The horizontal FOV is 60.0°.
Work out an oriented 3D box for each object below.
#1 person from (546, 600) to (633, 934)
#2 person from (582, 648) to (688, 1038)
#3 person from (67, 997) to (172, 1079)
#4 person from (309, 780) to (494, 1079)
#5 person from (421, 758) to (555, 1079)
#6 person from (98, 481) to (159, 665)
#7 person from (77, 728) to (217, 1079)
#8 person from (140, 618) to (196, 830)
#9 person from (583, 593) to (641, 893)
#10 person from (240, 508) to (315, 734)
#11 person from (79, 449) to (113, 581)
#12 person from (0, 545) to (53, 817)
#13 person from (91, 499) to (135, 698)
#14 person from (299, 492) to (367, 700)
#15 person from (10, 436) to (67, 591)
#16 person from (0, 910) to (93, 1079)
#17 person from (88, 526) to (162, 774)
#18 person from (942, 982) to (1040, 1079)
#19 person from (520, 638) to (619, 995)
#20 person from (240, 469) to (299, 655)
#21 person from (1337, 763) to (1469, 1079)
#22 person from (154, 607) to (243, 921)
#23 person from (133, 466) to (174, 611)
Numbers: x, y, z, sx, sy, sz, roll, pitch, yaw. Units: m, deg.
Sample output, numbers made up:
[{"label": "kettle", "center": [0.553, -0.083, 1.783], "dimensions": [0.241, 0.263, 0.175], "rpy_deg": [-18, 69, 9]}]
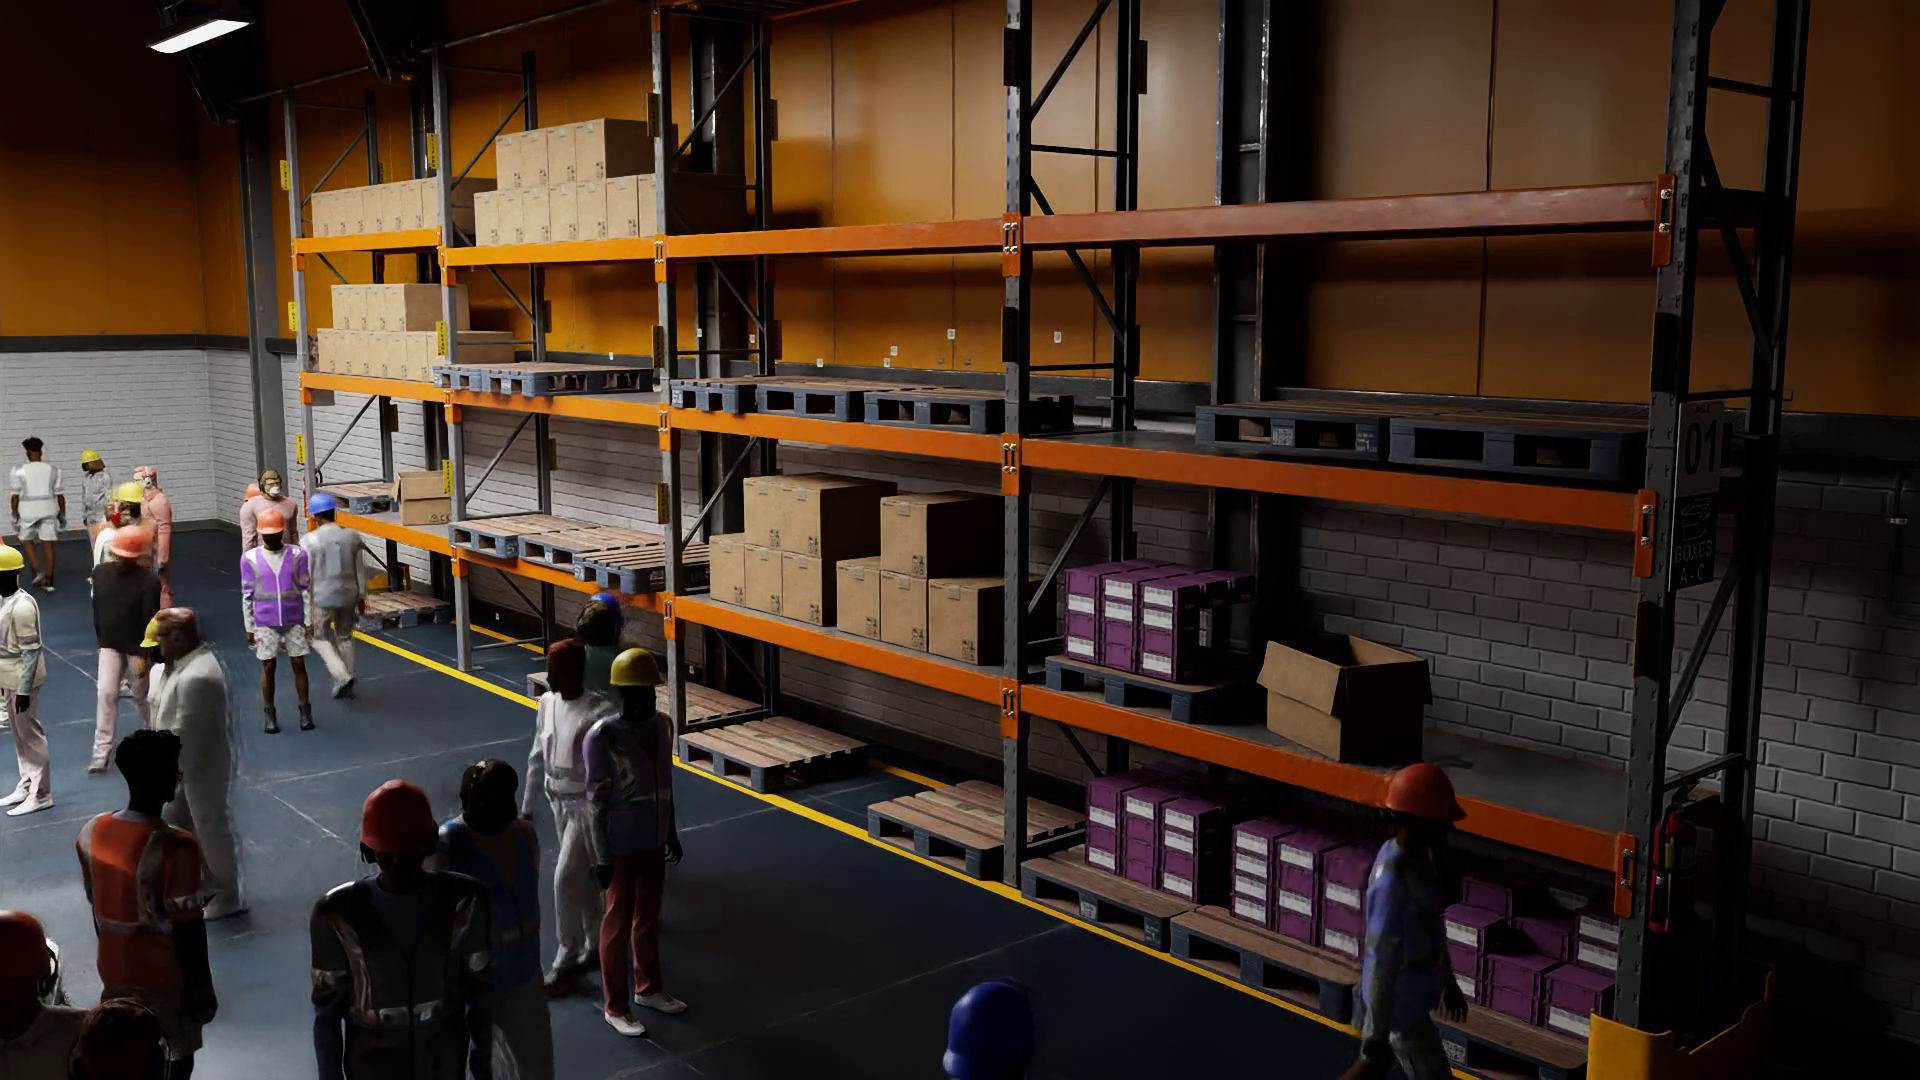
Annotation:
[{"label": "person", "center": [-2.080, 1.310, 9.681], "dimensions": [0.631, 1.926, 0.400], "rpy_deg": [-5, 9, -29]}, {"label": "person", "center": [-1.619, 1.492, 8.356], "dimensions": [0.362, 1.930, 0.587], "rpy_deg": [5, 9, 30]}, {"label": "person", "center": [-2.132, 2.105, 4.308], "dimensions": [0.577, 1.877, 0.343], "rpy_deg": [-4, 9, -26]}, {"label": "person", "center": [-1.889, 1.816, 5.715], "dimensions": [0.606, 2.044, 0.373], "rpy_deg": [-4, 9, -25]}, {"label": "person", "center": [-1.993, 1.776, 6.890], "dimensions": [0.958, 1.808, 0.617], "rpy_deg": [6, 10, 35]}, {"label": "person", "center": [-8.183, 0.351, 16.399], "dimensions": [0.913, 1.894, 0.581], "rpy_deg": [8, 11, 42]}, {"label": "person", "center": [-3.242, 1.720, 6.693], "dimensions": [0.606, 1.960, 0.366], "rpy_deg": [4, 9, 25]}, {"label": "person", "center": [-4.783, 1.321, 10.151], "dimensions": [0.518, 1.757, 0.340], "rpy_deg": [7, 11, 39]}, {"label": "person", "center": [-2.148, 1.234, 10.265], "dimensions": [0.501, 1.902, 0.722], "rpy_deg": [5, 9, 29]}, {"label": "person", "center": [-5.749, 0.678, 14.042], "dimensions": [0.550, 1.926, 0.389], "rpy_deg": [-4, 9, -26]}, {"label": "person", "center": [-11.215, -0.315, 21.609], "dimensions": [0.492, 1.731, 0.324], "rpy_deg": [3, 9, 19]}, {"label": "person", "center": [-6.723, 0.992, 11.840], "dimensions": [0.370, 1.929, 0.585], "rpy_deg": [-7, 11, -41]}, {"label": "person", "center": [-7.782, 0.539, 15.316], "dimensions": [0.391, 1.836, 0.560], "rpy_deg": [-4, 9, -25]}, {"label": "person", "center": [-5.669, 0.526, 15.089], "dimensions": [0.514, 1.925, 0.640], "rpy_deg": [7, 11, 39]}, {"label": "person", "center": [-11.608, -0.330, 20.939], "dimensions": [0.647, 1.945, 0.447], "rpy_deg": [-6, 10, -38]}, {"label": "person", "center": [-2.628, 1.991, 4.710], "dimensions": [0.616, 1.986, 0.407], "rpy_deg": [-4, 9, -24]}, {"label": "person", "center": [-6.500, 0.844, 12.869], "dimensions": [0.684, 1.925, 0.942], "rpy_deg": [1, 8, 6]}, {"label": "person", "center": [0.060, 2.084, 4.282], "dimensions": [0.648, 1.915, 0.814], "rpy_deg": [4, 9, 25]}, {"label": "person", "center": [-2.129, 1.455, 8.828], "dimensions": [0.590, 1.859, 0.752], "rpy_deg": [7, 11, 40]}, {"label": "person", "center": [-7.058, 0.231, 17.093], "dimensions": [0.356, 1.938, 0.633], "rpy_deg": [6, 10, 34]}, {"label": "person", "center": [1.728, 1.777, 6.517], "dimensions": [0.985, 1.896, 0.544], "rpy_deg": [3, 9, 19]}, {"label": "person", "center": [-4.494, 1.322, 9.717], "dimensions": [0.523, 1.882, 0.638], "rpy_deg": [-5, 10, -30]}, {"label": "person", "center": [-8.579, 0.170, 17.632], "dimensions": [0.407, 1.906, 0.655], "rpy_deg": [-7, 11, -40]}]
